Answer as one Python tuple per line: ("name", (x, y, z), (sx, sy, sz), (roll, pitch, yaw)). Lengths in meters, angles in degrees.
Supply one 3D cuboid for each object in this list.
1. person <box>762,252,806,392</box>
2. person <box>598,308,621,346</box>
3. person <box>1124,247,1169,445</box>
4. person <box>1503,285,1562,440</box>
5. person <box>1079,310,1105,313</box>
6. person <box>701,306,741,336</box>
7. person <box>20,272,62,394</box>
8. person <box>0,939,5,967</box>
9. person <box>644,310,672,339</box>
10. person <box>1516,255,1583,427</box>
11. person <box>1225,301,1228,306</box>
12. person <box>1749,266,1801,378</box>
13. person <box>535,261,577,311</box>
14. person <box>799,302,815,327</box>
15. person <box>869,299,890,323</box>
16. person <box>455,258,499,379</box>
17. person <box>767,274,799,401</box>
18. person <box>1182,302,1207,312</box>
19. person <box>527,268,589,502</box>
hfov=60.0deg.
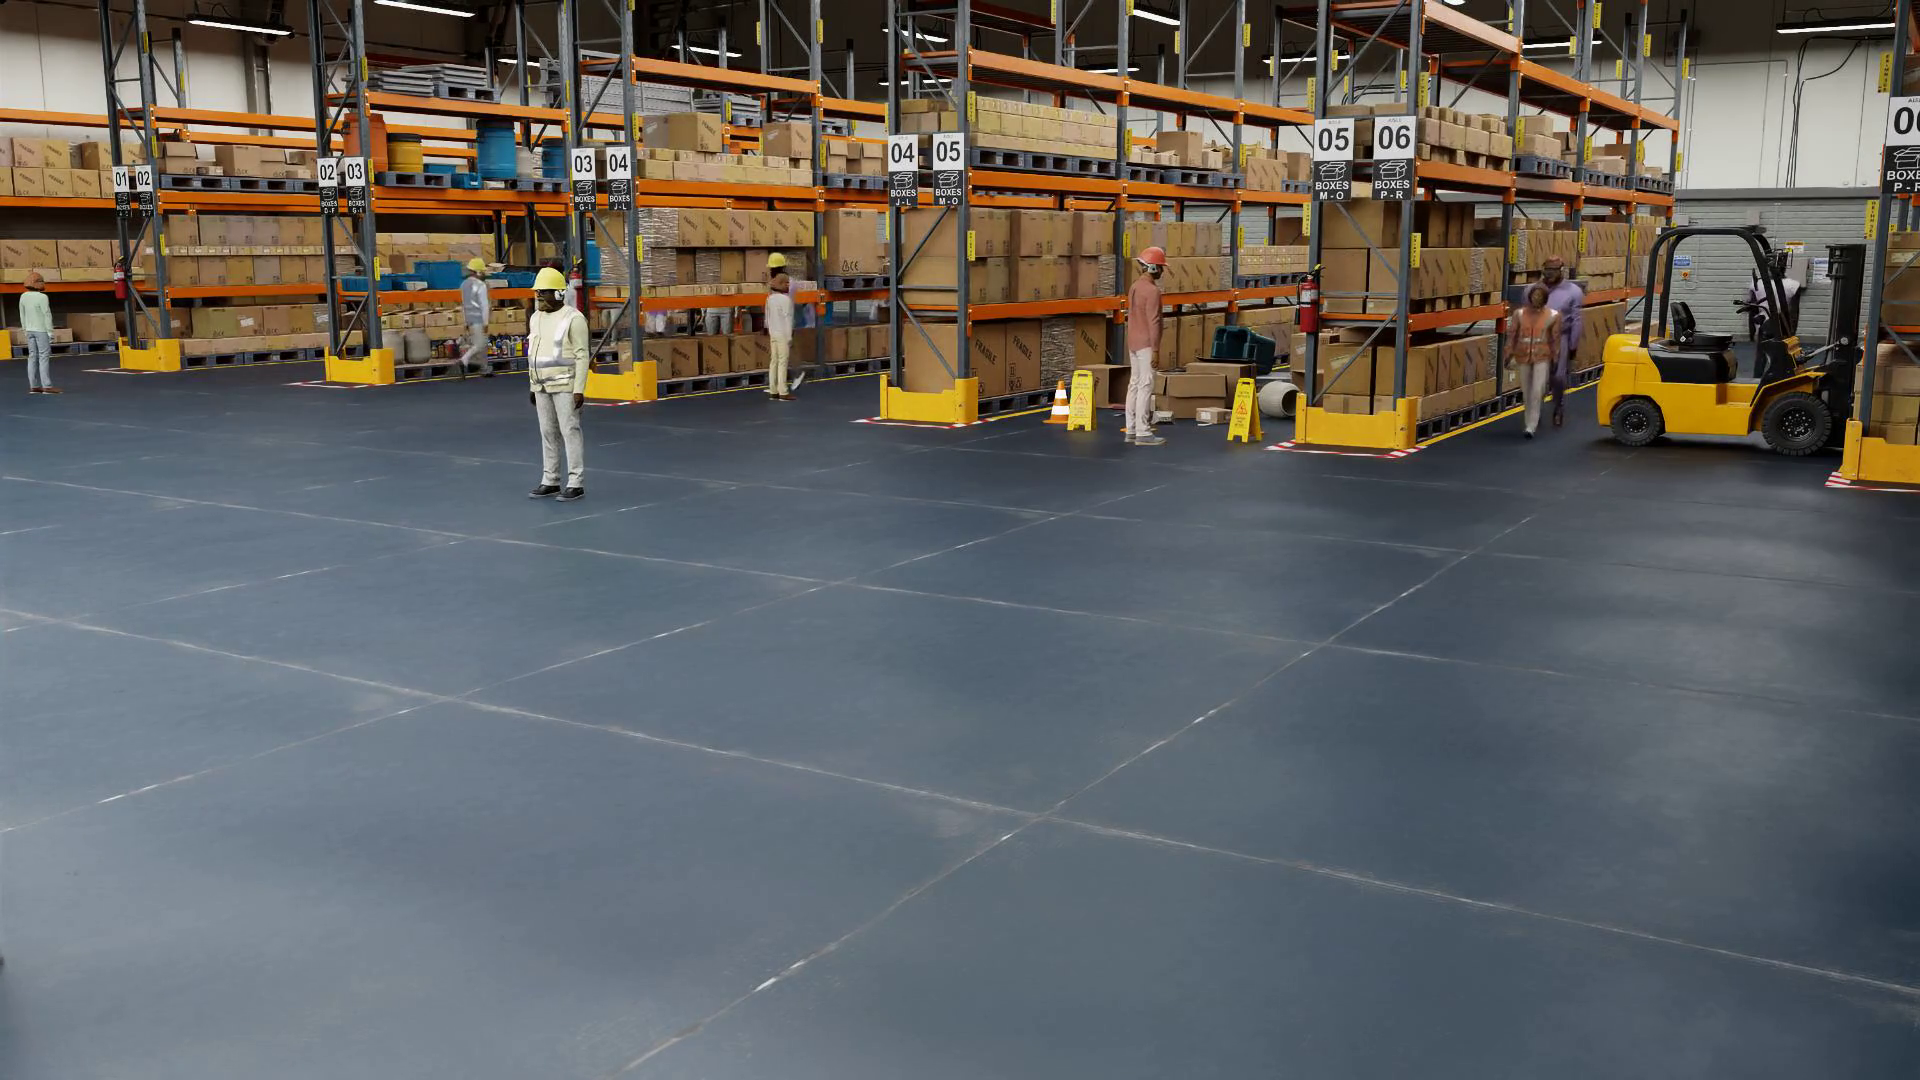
("person", (-2.420, -2.931, 22.501), (0.477, 1.905, 0.641), (-6, 12, -29))
("person", (-6.517, -4.345, 31.180), (0.518, 1.618, 0.516), (4, 11, 20))
("person", (1.891, -1.944, 16.736), (0.402, 1.986, 0.610), (-3, 11, -16))
("person", (5.920, -1.836, 17.231), (0.521, 1.590, 0.868), (7, 12, 33))
("person", (2.005, -3.380, 24.989), (0.586, 1.905, 0.807), (6, 12, 31))
("person", (-3.637, -3.444, 25.295), (0.629, 1.933, 0.358), (1, 10, 3))
("person", (-12.431, -2.789, 22.450), (0.506, 1.631, 0.281), (4, 11, 22))
("person", (-2.765, 0.404, 4.388), (0.316, 1.695, 0.540), (-3, 10, -15))
("person", (-4.712, -3.589, 26.143), (0.544, 1.922, 0.571), (5, 11, 26))
("person", (6.427, -2.156, 18.208), (0.651, 1.892, 0.435), (6, 12, 32))
("person", (5.987, -5.520, 36.895), (0.378, 1.936, 0.548), (8, 13, 39))
("person", (10.526, -2.750, 21.553), (0.598, 1.886, 0.968), (7, 12, 35))
("person", (-4.796, -2.388, 19.700), (0.537, 1.818, 0.978), (-5, 11, -25))
("person", (-2.827, -4.399, 31.173), (0.534, 1.749, 0.669), (5, 11, 25))
("person", (-1.556, -4.661, 32.411), (0.545, 1.830, 0.526), (7, 12, 33))
("person", (-7.179, -3.254, 24.572), (0.599, 1.812, 0.700), (10, 14, 43))
("person", (-2.309, -2.615, 21.480), (0.287, 1.631, 0.501), (-7, 12, -35))
("person", (4.035, -3.953, 28.991), (0.546, 1.614, 0.675), (1, 10, 6))
("person", (-3.190, -1.220, 13.104), (0.601, 1.830, 0.404), (7, 12, 34))
